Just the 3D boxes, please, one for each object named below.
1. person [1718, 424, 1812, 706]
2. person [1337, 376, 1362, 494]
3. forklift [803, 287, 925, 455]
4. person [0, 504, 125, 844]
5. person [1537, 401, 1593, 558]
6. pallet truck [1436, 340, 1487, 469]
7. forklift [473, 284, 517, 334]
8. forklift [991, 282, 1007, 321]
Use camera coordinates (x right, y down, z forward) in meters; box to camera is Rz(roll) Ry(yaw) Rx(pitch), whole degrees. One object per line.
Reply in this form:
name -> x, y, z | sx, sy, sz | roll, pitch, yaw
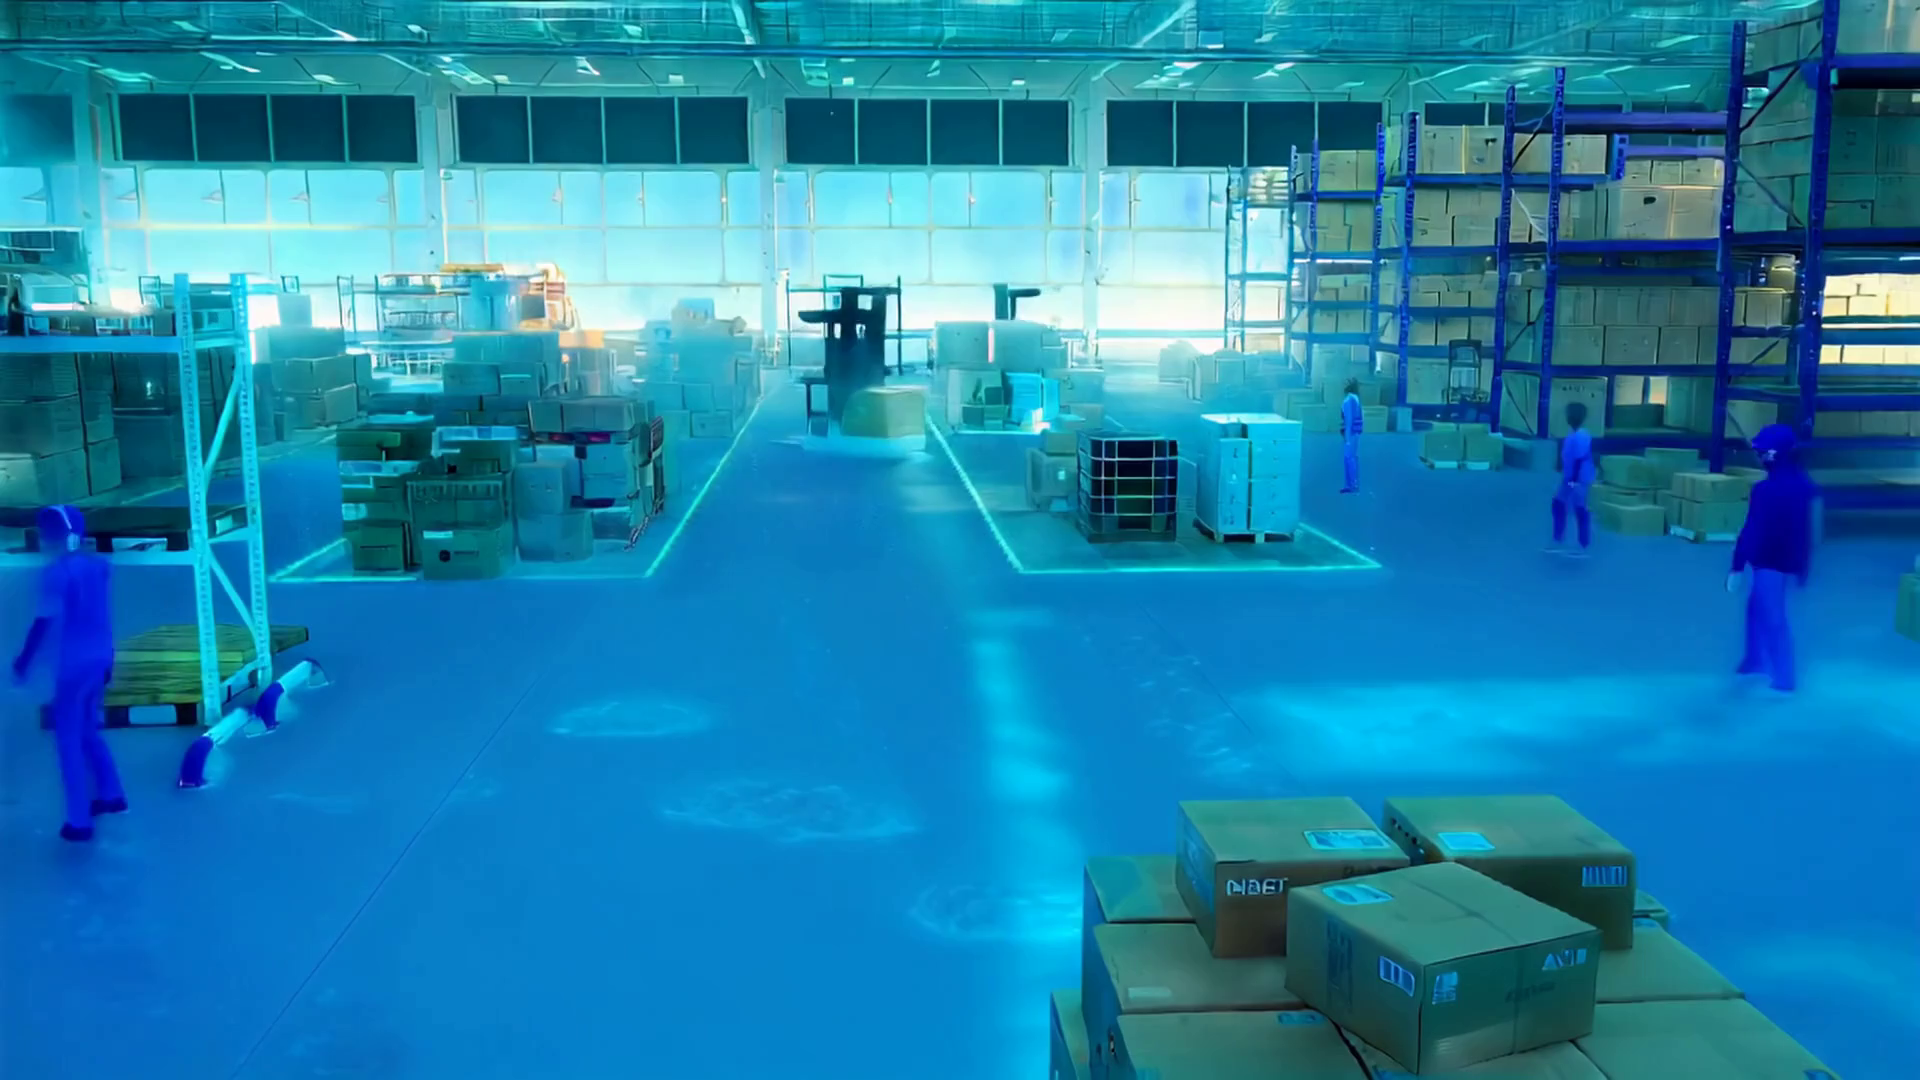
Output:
person -> 5.687, 0.158, 11.856 | 0.634, 1.966, 0.804 | -6, 11, -35
person -> 5.411, -1.455, 23.048 | 0.309, 1.639, 0.523 | 4, 10, 24
forklift -> -1.619, -2.909, 28.294 | 1.873, 2.768, 1.129 | 6, 11, 35
person -> -4.786, 0.704, 8.924 | 0.524, 1.834, 0.622 | 0, 9, 3
person -> 6.471, -0.640, 17.794 | 0.618, 1.676, 0.552 | 1, 9, 6
pallet truck -> 8.004, -2.170, 26.422 | 0.823, 1.965, 1.885 | 2, 9, 14
forklift -> -10.292, -4.297, 37.010 | 1.129, 2.768, 1.873 | -2, 9, -12
forklift -> 1.090, -5.577, 45.048 | 1.873, 2.768, 1.129 | 1, 9, 3
